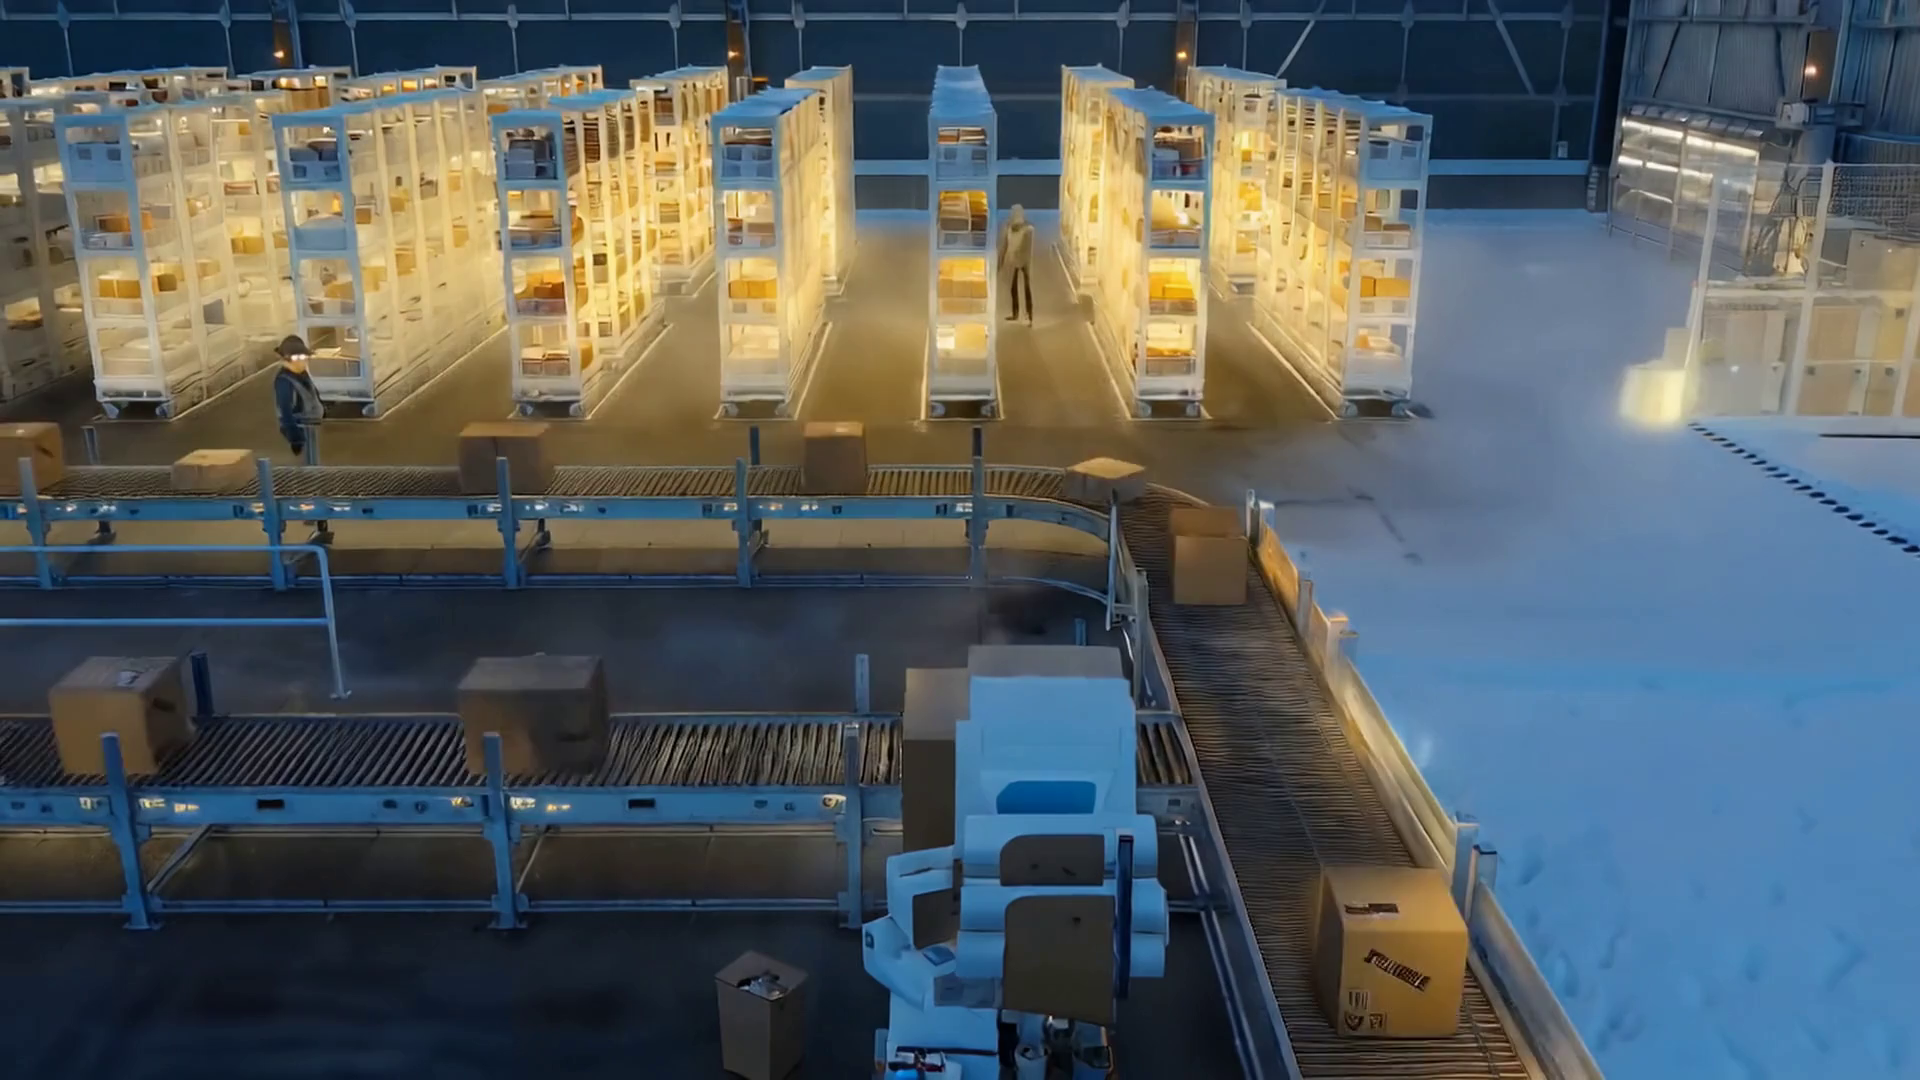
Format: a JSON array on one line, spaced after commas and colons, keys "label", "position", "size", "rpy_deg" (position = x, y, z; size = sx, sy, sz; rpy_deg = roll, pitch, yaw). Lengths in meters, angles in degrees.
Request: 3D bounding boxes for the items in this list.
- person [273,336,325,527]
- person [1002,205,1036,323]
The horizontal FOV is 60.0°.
[{"label": "person", "position": [-6.274, -1.041, 15.881], "size": [0.404, 1.833, 0.592], "rpy_deg": [-2, 18, -6]}, {"label": "person", "position": [0.919, -4.322, 25.997], "size": [0.575, 1.830, 0.410], "rpy_deg": [11, 21, 30]}]
